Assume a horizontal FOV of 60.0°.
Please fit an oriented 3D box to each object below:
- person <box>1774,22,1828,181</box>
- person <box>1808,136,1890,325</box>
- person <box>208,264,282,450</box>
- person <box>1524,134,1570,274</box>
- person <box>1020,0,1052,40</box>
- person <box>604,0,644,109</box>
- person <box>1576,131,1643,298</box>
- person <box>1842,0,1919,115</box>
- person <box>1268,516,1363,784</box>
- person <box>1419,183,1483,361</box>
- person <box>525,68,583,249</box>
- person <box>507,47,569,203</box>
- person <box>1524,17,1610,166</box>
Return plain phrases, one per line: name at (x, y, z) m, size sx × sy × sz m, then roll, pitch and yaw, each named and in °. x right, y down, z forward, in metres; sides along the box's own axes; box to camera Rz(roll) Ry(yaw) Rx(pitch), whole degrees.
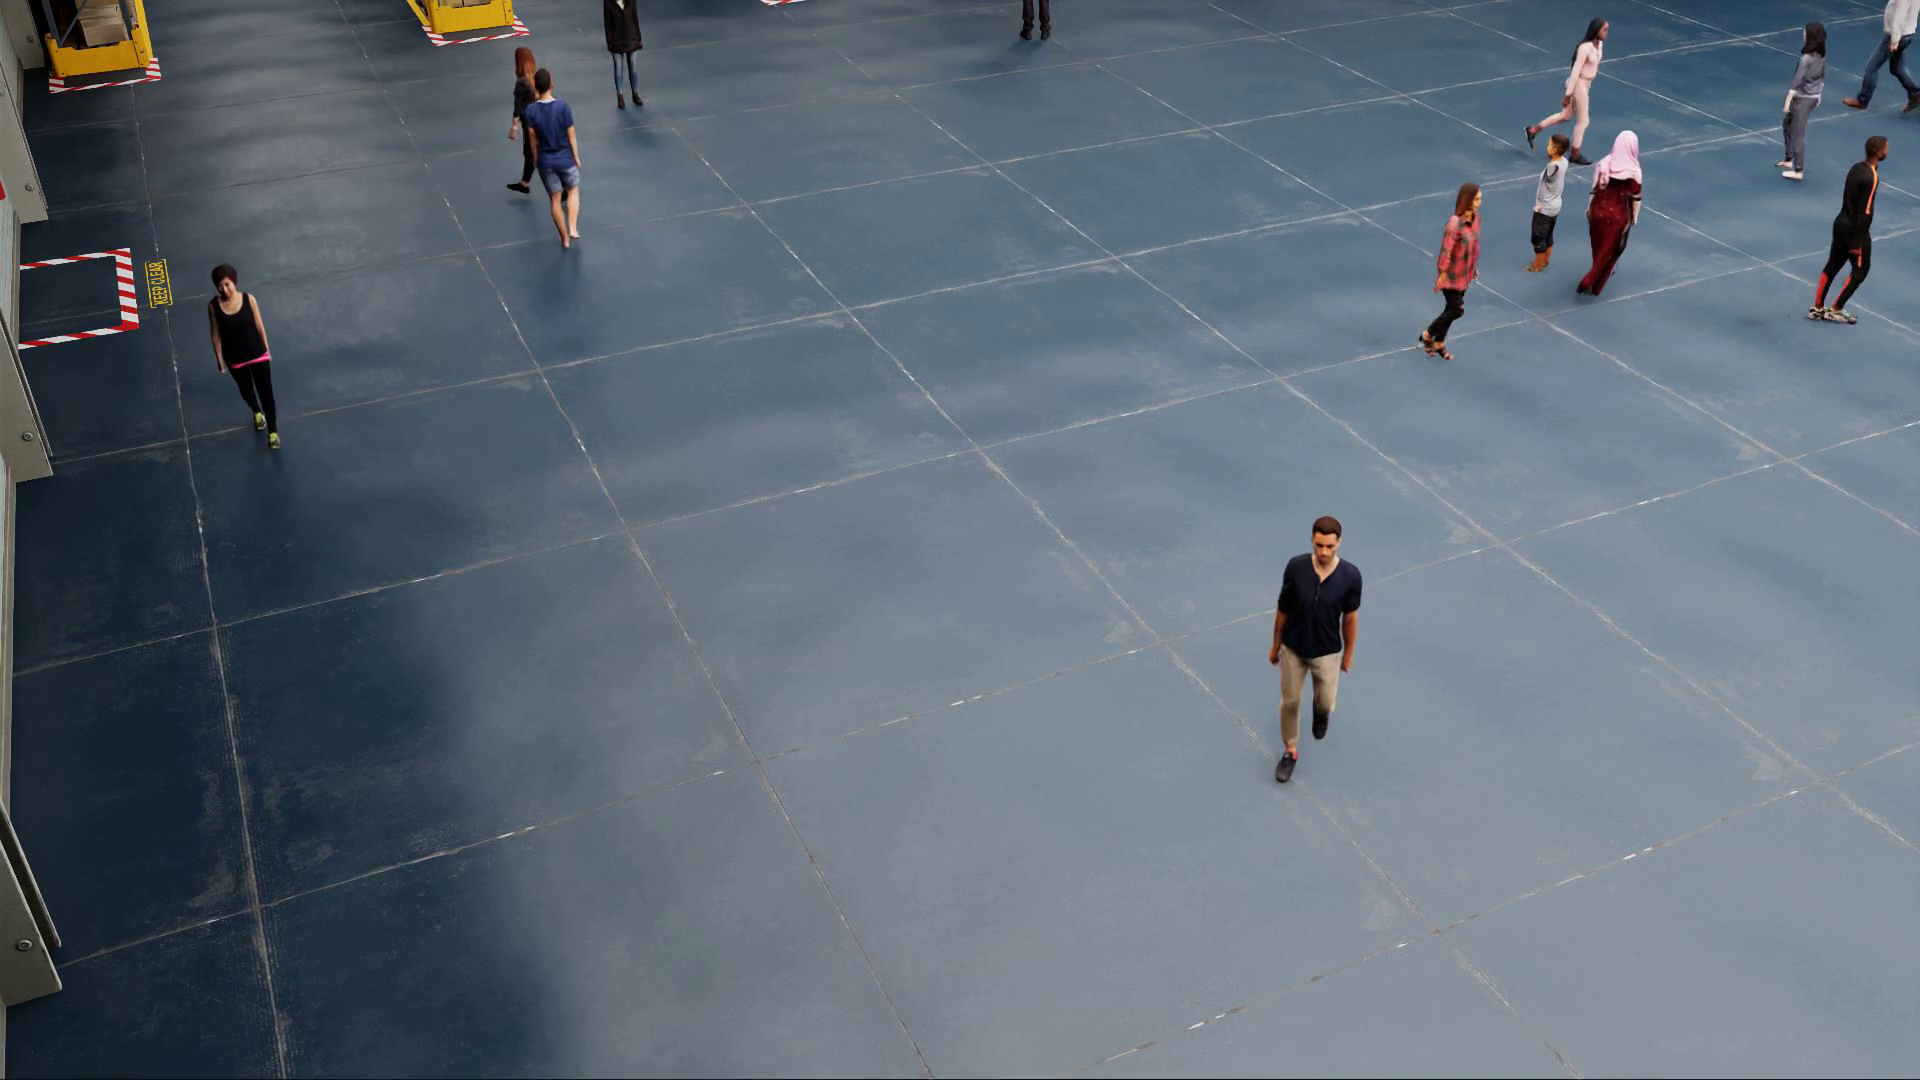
person at (9.553, -4.899, 18.680) m, size 0.678 × 1.732 × 0.740 m, roll -21°, pitch 38°, yaw -29°
person at (8.236, -2.883, 15.517) m, size 0.837 × 1.802 × 0.724 m, roll 1°, pitch 33°, yaw 2°
person at (-5.919, -1.572, 13.750) m, size 0.627 × 1.530 × 0.907 m, roll -10°, pitch 34°, yaw -15°
person at (5.899, -3.406, 16.641) m, size 0.648 × 1.453 × 0.630 m, roll 20°, pitch 38°, yaw 28°
person at (1.061, -7.974, 23.324) m, size 0.783 × 1.825 × 0.745 m, roll -1°, pitch 33°, yaw -2°
person at (-4.238, -6.301, 20.928) m, size 0.617 × 1.633 × 0.584 m, roll -14°, pitch 36°, yaw -21°
person at (6.250, -3.115, 16.059) m, size 0.920 × 1.599 × 1.086 m, roll -27°, pitch 42°, yaw -35°
person at (11.656, -6.185, 20.521) m, size 0.932 × 1.881 × 1.232 m, roll -26°, pitch 41°, yaw -34°
person at (2.146, 0.605, 10.116) m, size 0.922 × 1.842 × 0.984 m, roll 11°, pitch 35°, yaw 16°
person at (4.357, -2.401, 14.877) m, size 0.745 × 1.691 × 0.717 m, roll 26°, pitch 41°, yaw 34°
person at (-4.115, -3.844, 16.962) m, size 0.703 × 1.838 × 0.702 m, roll -7°, pitch 34°, yaw -10°
person at (-4.547, -4.456, 18.057) m, size 1.135 × 1.669 × 1.123 m, roll 9°, pitch 34°, yaw 14°
person at (7.019, -5.172, 19.147) m, size 1.200 × 1.680 × 0.970 m, roll 24°, pitch 40°, yaw 32°
